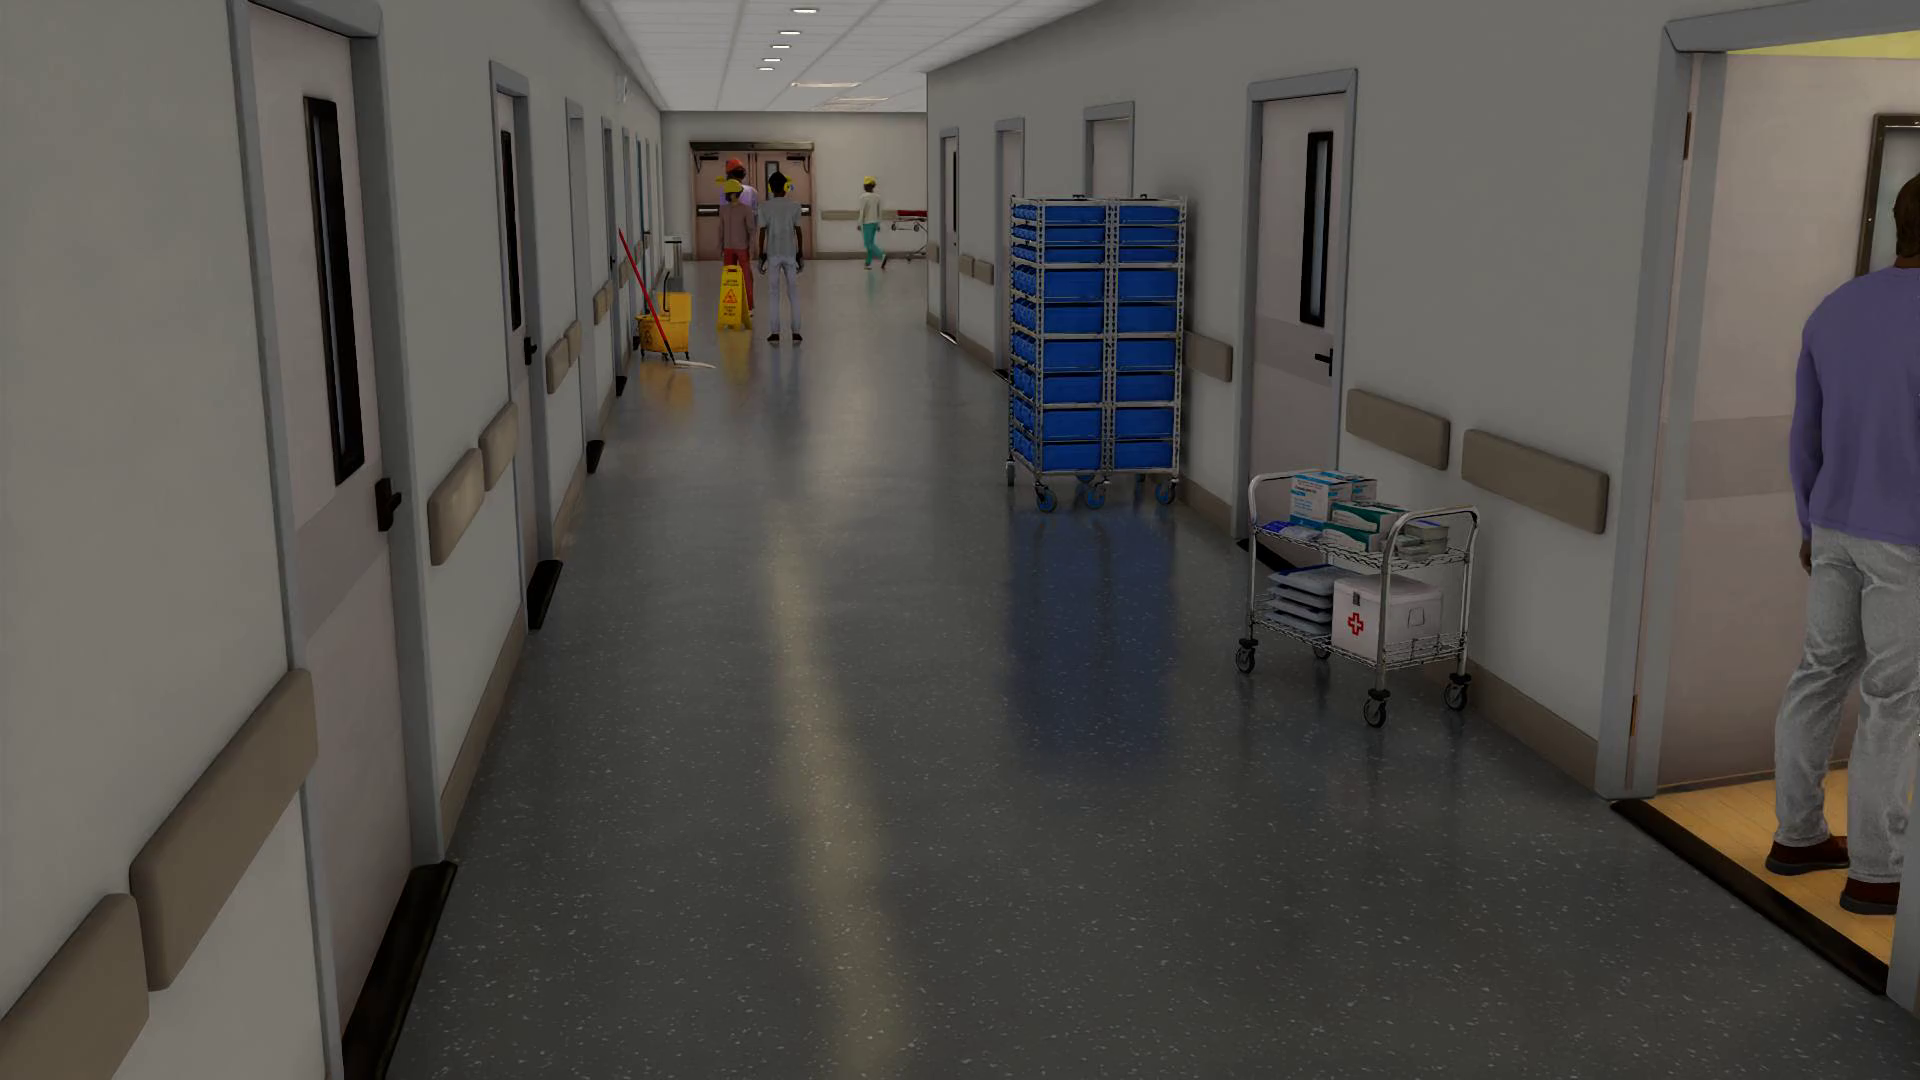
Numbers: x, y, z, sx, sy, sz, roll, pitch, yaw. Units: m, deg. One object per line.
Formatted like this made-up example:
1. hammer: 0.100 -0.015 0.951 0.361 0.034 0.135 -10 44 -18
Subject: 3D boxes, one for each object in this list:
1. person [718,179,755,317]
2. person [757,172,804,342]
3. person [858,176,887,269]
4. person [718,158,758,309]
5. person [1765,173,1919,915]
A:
1. person: -2.881 -3.740 21.380 0.530 1.765 0.325 6 14 24
2. person: -1.983 -3.121 18.411 0.518 1.865 0.330 -3 13 -11
3. person: -1.628 -5.926 31.112 0.692 1.747 0.524 10 16 37
4. person: -3.028 -4.145 22.593 0.627 2.026 0.408 -12 17 -42
5. person: 2.423 0.008 4.342 0.362 1.938 0.631 -3 13 -13
